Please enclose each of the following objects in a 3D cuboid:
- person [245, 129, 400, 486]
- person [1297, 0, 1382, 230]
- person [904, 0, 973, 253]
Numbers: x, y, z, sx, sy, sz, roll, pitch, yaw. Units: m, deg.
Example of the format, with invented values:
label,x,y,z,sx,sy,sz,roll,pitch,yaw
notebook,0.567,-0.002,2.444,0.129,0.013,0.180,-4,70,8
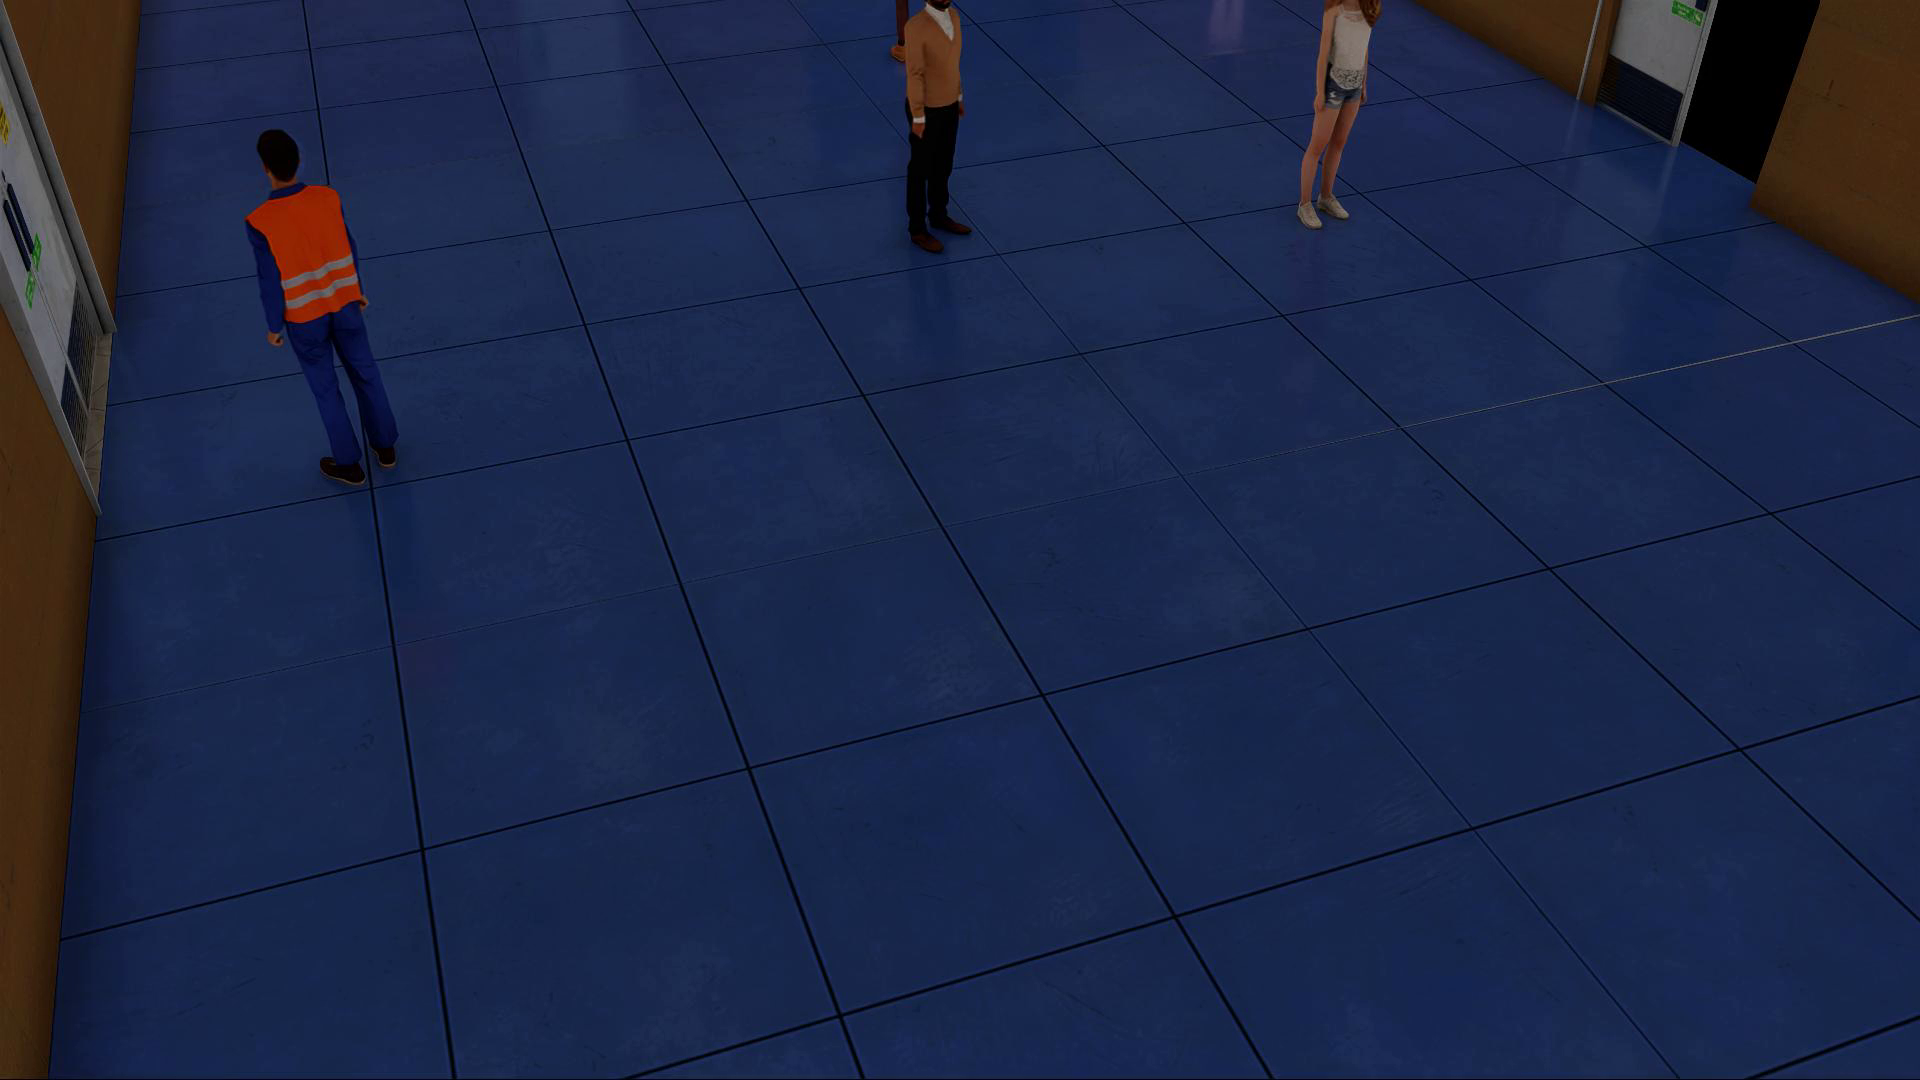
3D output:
label,x,y,z,sx,sy,sz,roll,pitch,yaw
person,-3.165,-1.131,8.220,0.851,1.862,0.725,28,45,32
person,2.409,-2.882,10.638,0.522,1.759,0.679,-21,42,-25
person,-0.166,-2.706,10.409,0.819,1.753,0.726,23,43,27
